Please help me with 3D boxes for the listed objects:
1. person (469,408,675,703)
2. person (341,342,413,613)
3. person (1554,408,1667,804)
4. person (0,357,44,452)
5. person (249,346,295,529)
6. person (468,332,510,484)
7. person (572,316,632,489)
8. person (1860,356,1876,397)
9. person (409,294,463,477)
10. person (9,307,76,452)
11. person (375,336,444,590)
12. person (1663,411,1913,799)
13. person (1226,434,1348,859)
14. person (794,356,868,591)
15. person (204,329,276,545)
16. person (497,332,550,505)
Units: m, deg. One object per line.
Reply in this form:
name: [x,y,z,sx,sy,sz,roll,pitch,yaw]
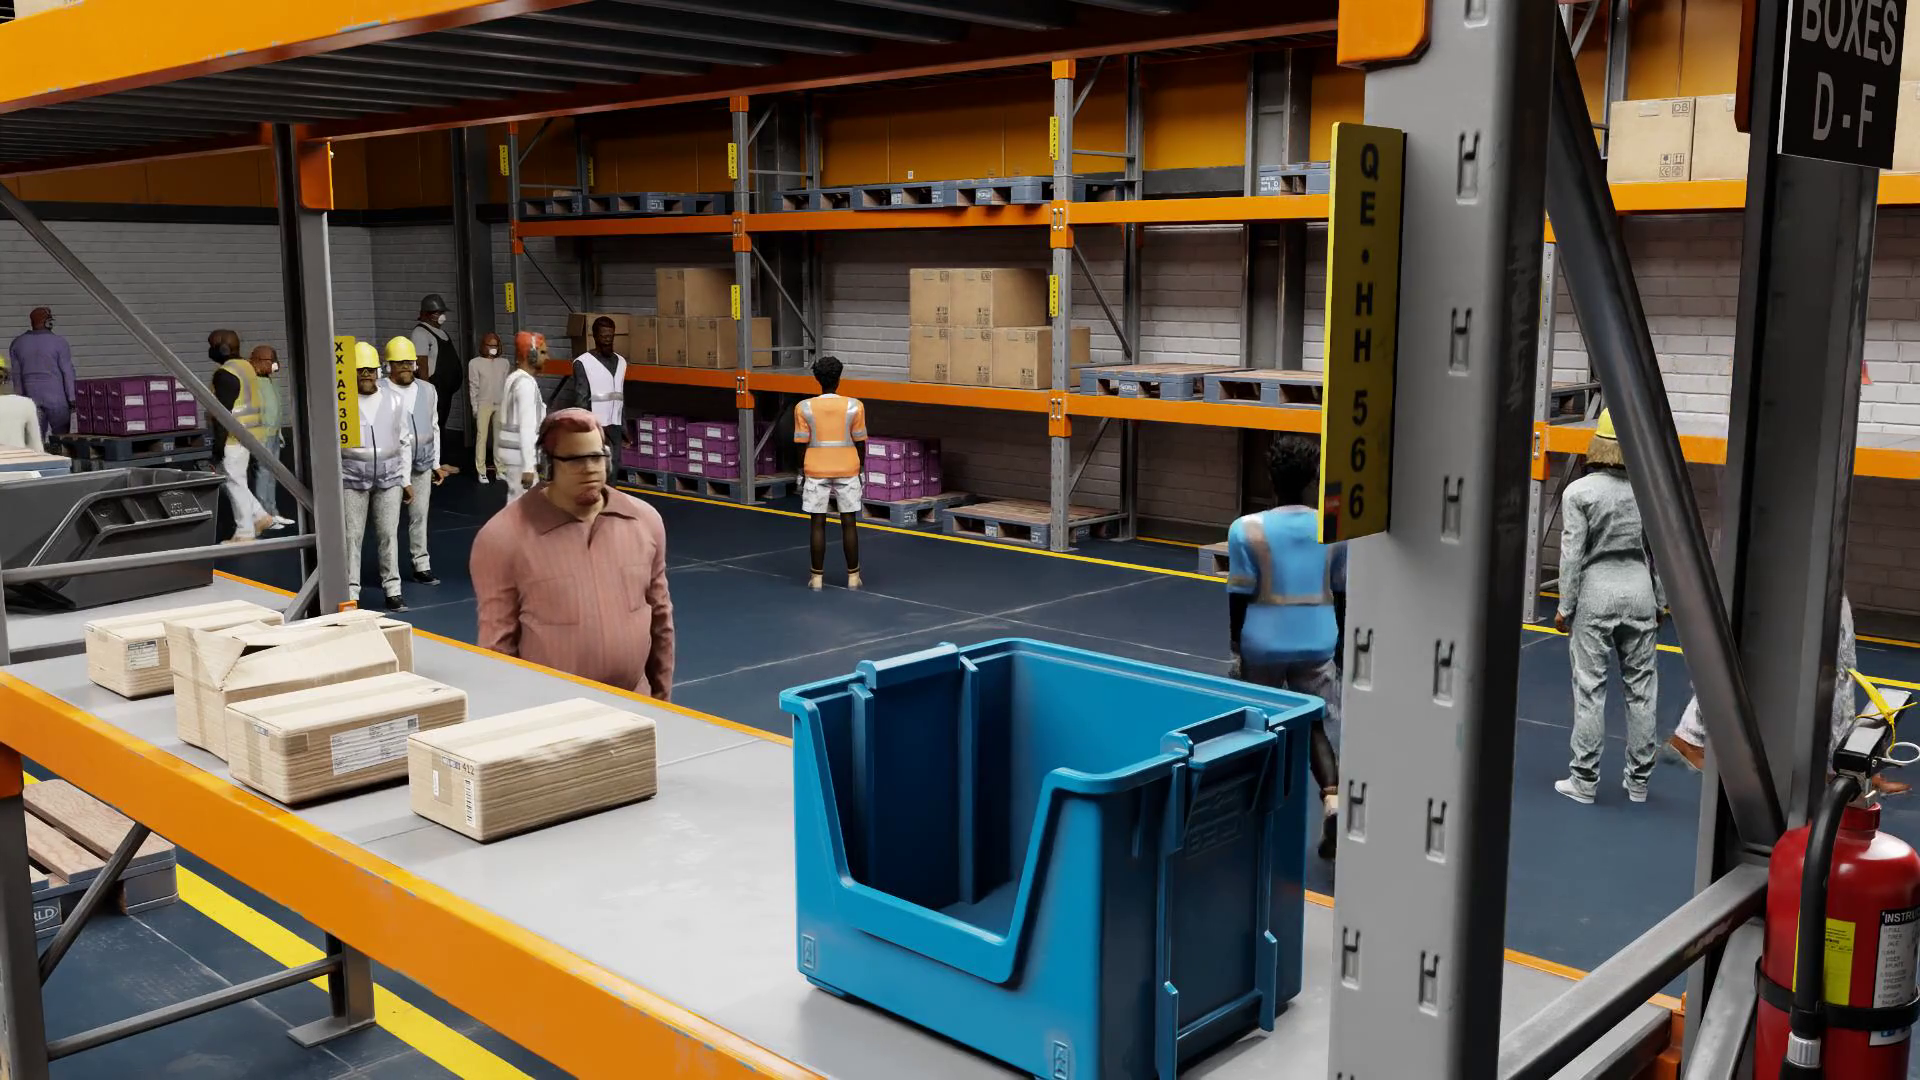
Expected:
person: [-1.169,0.535,5.190,0.650,1.900,0.396,-7,12,-38]
person: [-3.953,-0.404,11.127,0.586,1.833,0.403,-6,11,-33]
person: [2.821,0.277,7.224,0.487,1.743,0.315,0,9,0]
person: [-6.701,-0.435,11.560,0.647,1.742,0.550,6,11,32]
person: [-6.189,-0.919,14.891,0.286,1.633,0.499,-1,9,-4]
person: [-5.082,-1.434,18.053,0.284,1.633,0.498,9,13,44]
person: [-3.044,-0.935,14.127,0.370,1.915,0.596,5,11,28]
person: [4.029,0.035,8.014,0.636,1.971,0.620,-6,11,-35]
person: [-5.834,-1.729,18.616,0.536,2.000,0.676,1,9,4]
person: [-9.802,-1.543,17.882,0.654,1.906,0.407,0,9,1]
person: [-4.019,-0.556,12.052,0.591,1.834,0.404,-9,13,-44]
person: [3.713,0.179,7.430,1.010,1.889,0.661,9,13,42]
person: [1.304,0.433,6.477,0.538,1.679,0.632,-2,9,-9]
person: [-0.926,-0.470,11.959,0.531,1.692,0.320,-1,9,-6]
person: [-6.019,-0.830,13.776,0.438,1.829,0.632,-2,9,-12]
person: [-3.157,-0.572,12.088,0.420,1.867,0.594,-4,10,-21]
